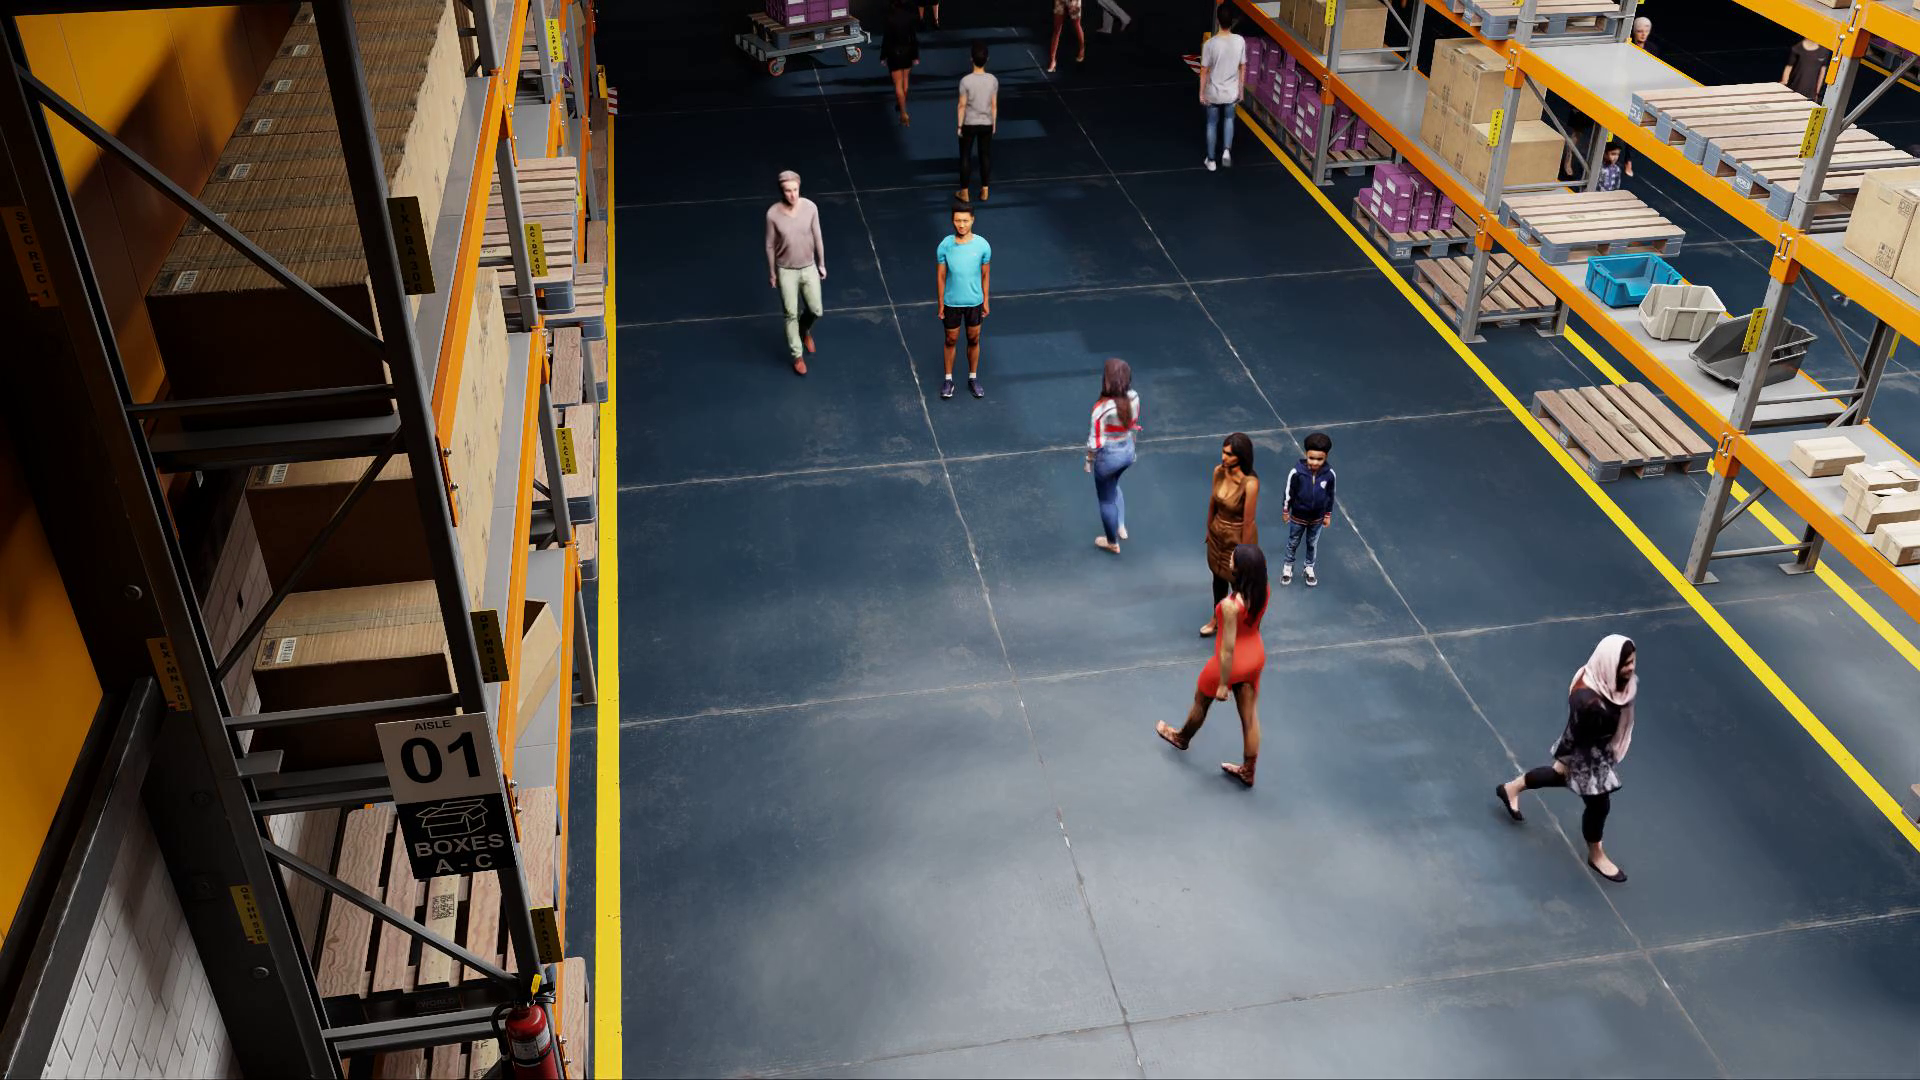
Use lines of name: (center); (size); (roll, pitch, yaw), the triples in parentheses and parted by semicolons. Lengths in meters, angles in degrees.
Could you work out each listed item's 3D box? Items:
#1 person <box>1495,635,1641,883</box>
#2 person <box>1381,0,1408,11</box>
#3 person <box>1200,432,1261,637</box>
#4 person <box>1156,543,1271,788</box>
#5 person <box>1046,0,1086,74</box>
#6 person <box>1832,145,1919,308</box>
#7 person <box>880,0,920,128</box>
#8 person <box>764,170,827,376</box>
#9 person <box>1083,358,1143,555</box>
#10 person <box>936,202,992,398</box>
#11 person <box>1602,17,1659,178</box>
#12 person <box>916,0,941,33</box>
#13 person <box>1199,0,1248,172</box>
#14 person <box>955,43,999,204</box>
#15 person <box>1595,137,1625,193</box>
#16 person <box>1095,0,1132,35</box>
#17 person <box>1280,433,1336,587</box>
person: (3.554, 1.180, 9.635); (1.027, 1.593, 1.220); (-28, 43, -35)
person: (6.475, -8.689, 24.347); (0.697, 1.743, 0.632); (-7, 34, -11)
person: (1.859, 0.009, 11.314); (0.699, 1.684, 0.588); (-22, 40, -30)
person: (1.746, 0.809, 10.107); (0.938, 1.688, 1.087); (-27, 42, -34)
person: (1.478, -7.069, 21.909); (1.068, 1.744, 1.129); (22, 39, 29)
person: (8.685, -2.763, 15.466); (0.750, 1.705, 1.148); (-12, 35, -17)
person: (-0.696, -5.778, 20.077); (0.752, 1.622, 0.927); (-15, 37, -22)
person: (-1.480, -2.433, 14.825); (0.742, 1.865, 0.814); (-10, 35, -14)
person: (1.200, -0.579, 12.274); (0.710, 1.601, 0.729); (-24, 40, -31)
person: (0.020, -2.073, 14.364); (0.627, 1.776, 0.543); (-3, 34, -4)
person: (7.307, -4.818, 18.045); (0.763, 1.778, 0.660); (1, 34, 2)
person: (-0.461, -8.096, 23.352); (0.667, 1.857, 0.609); (2, 34, 3)
person: (2.969, -5.045, 18.747); (0.713, 1.874, 0.760); (-3, 34, -4)
person: (0.188, -4.535, 18.119); (0.626, 1.719, 0.566); (-10, 35, -14)
person: (6.532, -3.540, 17.067); (0.489, 1.228, 0.782); (-5, 34, -7)
person: (2.186, -7.928, 23.183); (0.833, 1.764, 0.816); (10, 35, 15)
person: (2.535, -0.230, 12.093); (0.570, 1.221, 0.567); (4, 34, 5)
